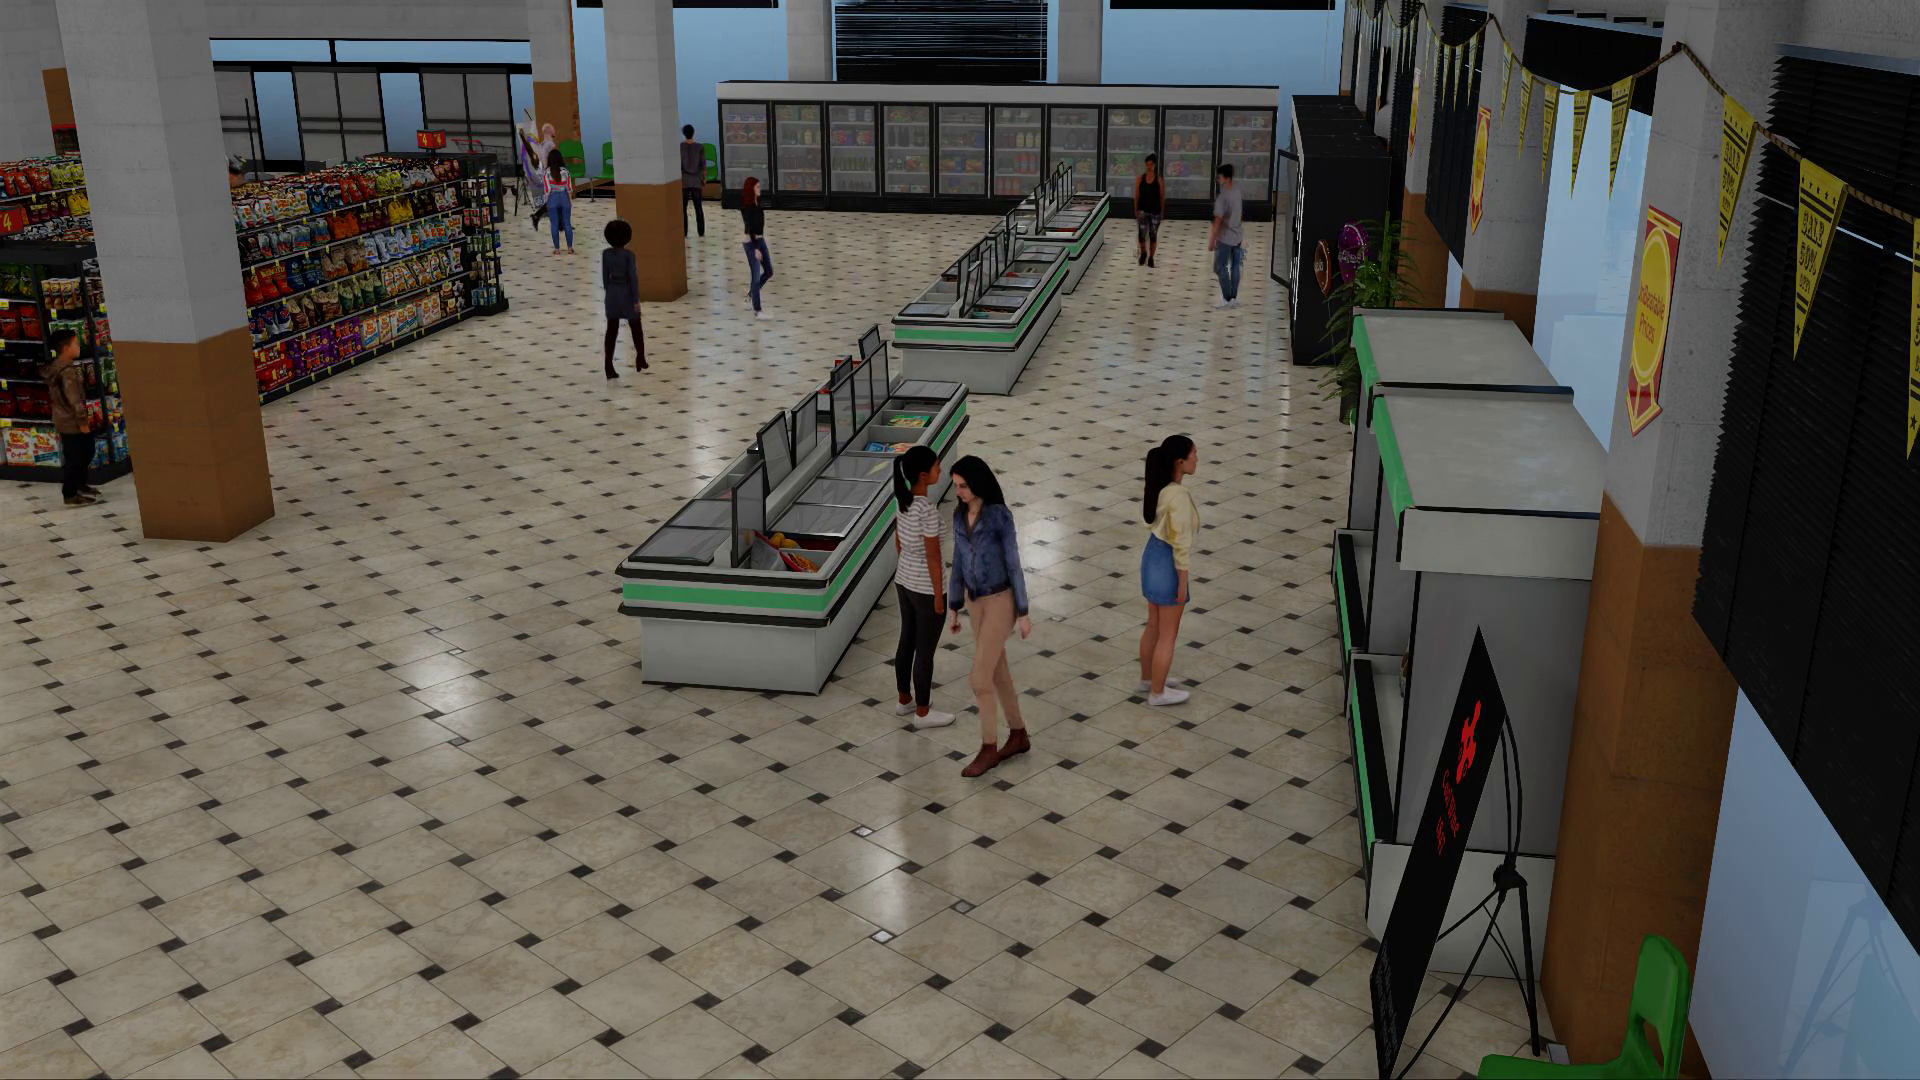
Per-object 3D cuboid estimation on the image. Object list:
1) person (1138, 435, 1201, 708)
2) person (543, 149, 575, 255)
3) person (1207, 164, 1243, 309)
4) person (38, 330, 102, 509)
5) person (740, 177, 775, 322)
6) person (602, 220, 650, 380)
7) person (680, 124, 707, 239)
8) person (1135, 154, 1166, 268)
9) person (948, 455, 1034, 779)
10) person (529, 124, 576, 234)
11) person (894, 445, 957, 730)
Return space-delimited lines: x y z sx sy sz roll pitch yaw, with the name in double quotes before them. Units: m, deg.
"person" 1.204 0.171 9.783 0.768 1.630 0.641 -6 19 -17
"person" -6.287 -5.302 26.044 0.669 1.612 0.664 -6 20 -17
"person" 3.550 -3.968 21.702 0.785 1.858 0.948 -12 22 -31
"person" -7.283 -0.969 13.462 0.752 1.441 0.698 -13 23 -35
"person" -2.632 -3.643 20.864 0.727 1.777 0.703 7 20 19
"person" -3.641 -2.505 17.659 0.668 1.669 1.071 5 19 16
"person" -4.486 -5.961 27.626 0.767 1.851 0.754 -5 19 -16
"person" 2.854 -4.931 24.876 0.589 1.656 0.572 3 19 8
"person" 0.237 0.378 8.998 0.931 1.740 0.869 -17 25 -40
"person" -6.893 -6.019 27.852 1.129 1.815 1.110 -11 22 -30
"person" -0.229 0.257 9.503 0.716 1.646 0.637 -10 21 -27
